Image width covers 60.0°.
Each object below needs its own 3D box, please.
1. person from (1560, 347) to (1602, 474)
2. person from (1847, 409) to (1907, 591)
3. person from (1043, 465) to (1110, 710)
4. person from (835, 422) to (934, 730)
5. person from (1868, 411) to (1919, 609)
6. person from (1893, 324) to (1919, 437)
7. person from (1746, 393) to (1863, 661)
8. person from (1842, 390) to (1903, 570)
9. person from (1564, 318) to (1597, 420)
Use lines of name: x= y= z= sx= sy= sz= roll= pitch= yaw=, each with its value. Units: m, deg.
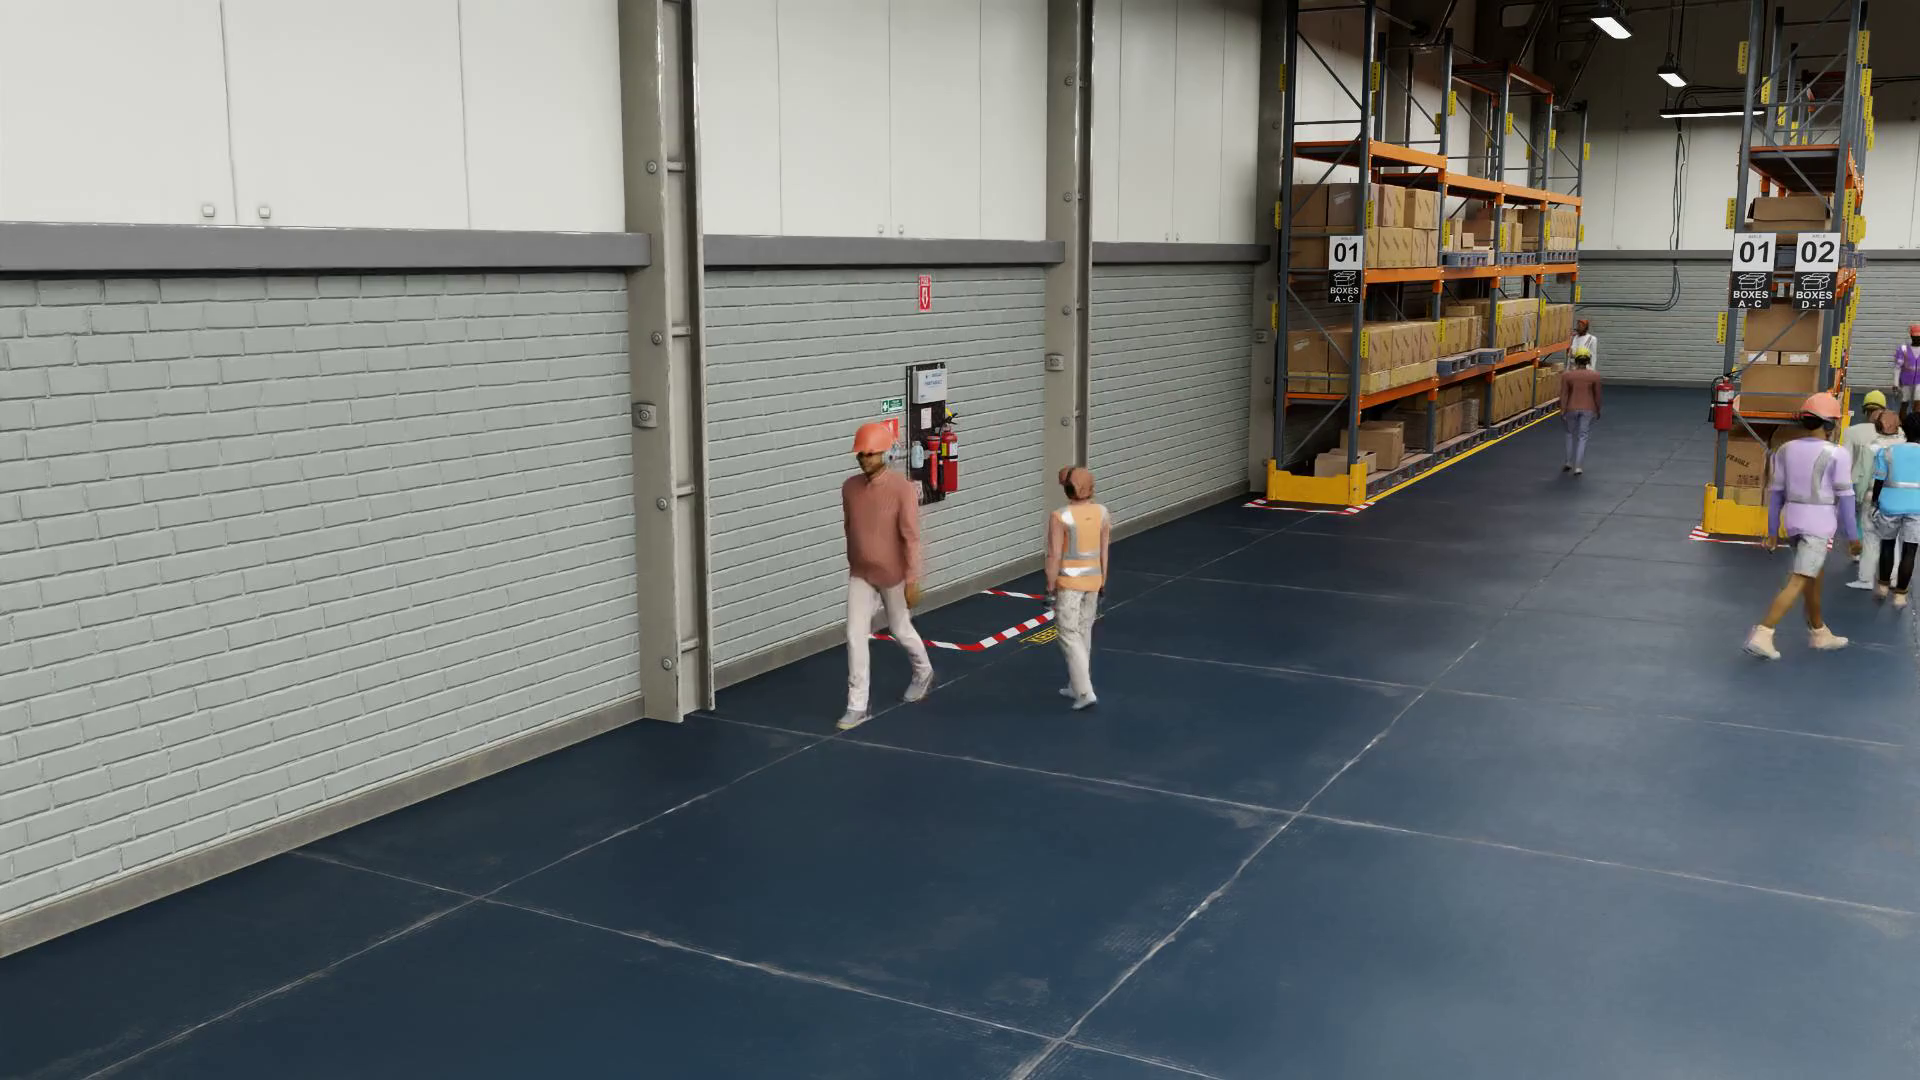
person: x=8.614 y=-1.796 z=23.065 sx=0.532 sy=1.734 sz=0.837 roll=5 pitch=11 yaw=27
person: x=8.245 y=-0.354 z=14.885 sx=0.517 sy=1.640 sz=0.310 roll=-3 pitch=10 yaw=-16
person: x=0.781 y=0.317 z=11.039 sx=0.530 sy=1.646 sz=0.481 roll=-8 pitch=12 yaw=-38
person: x=-0.469 y=0.191 z=10.801 sx=0.613 sy=1.960 sz=0.964 roll=6 pitch=11 yaw=30
person: x=8.122 y=-0.265 z=14.243 sx=0.558 sy=1.671 sz=0.662 roll=7 pitch=12 yaw=35
person: x=15.619 y=-2.589 z=27.270 sx=0.569 sy=1.880 sz=1.011 roll=4 pitch=10 yaw=21
person: x=6.290 y=-0.099 z=12.378 sx=1.058 sy=1.997 sz=0.612 roll=-3 pitch=10 yaw=-16
person: x=8.705 y=-0.568 z=15.920 sx=0.518 sy=1.720 sz=0.929 roll=7 pitch=12 yaw=34
person: x=11.272 y=-3.096 z=30.234 sx=0.385 sy=1.882 sz=0.598 roll=-5 pitch=11 yaw=-27
